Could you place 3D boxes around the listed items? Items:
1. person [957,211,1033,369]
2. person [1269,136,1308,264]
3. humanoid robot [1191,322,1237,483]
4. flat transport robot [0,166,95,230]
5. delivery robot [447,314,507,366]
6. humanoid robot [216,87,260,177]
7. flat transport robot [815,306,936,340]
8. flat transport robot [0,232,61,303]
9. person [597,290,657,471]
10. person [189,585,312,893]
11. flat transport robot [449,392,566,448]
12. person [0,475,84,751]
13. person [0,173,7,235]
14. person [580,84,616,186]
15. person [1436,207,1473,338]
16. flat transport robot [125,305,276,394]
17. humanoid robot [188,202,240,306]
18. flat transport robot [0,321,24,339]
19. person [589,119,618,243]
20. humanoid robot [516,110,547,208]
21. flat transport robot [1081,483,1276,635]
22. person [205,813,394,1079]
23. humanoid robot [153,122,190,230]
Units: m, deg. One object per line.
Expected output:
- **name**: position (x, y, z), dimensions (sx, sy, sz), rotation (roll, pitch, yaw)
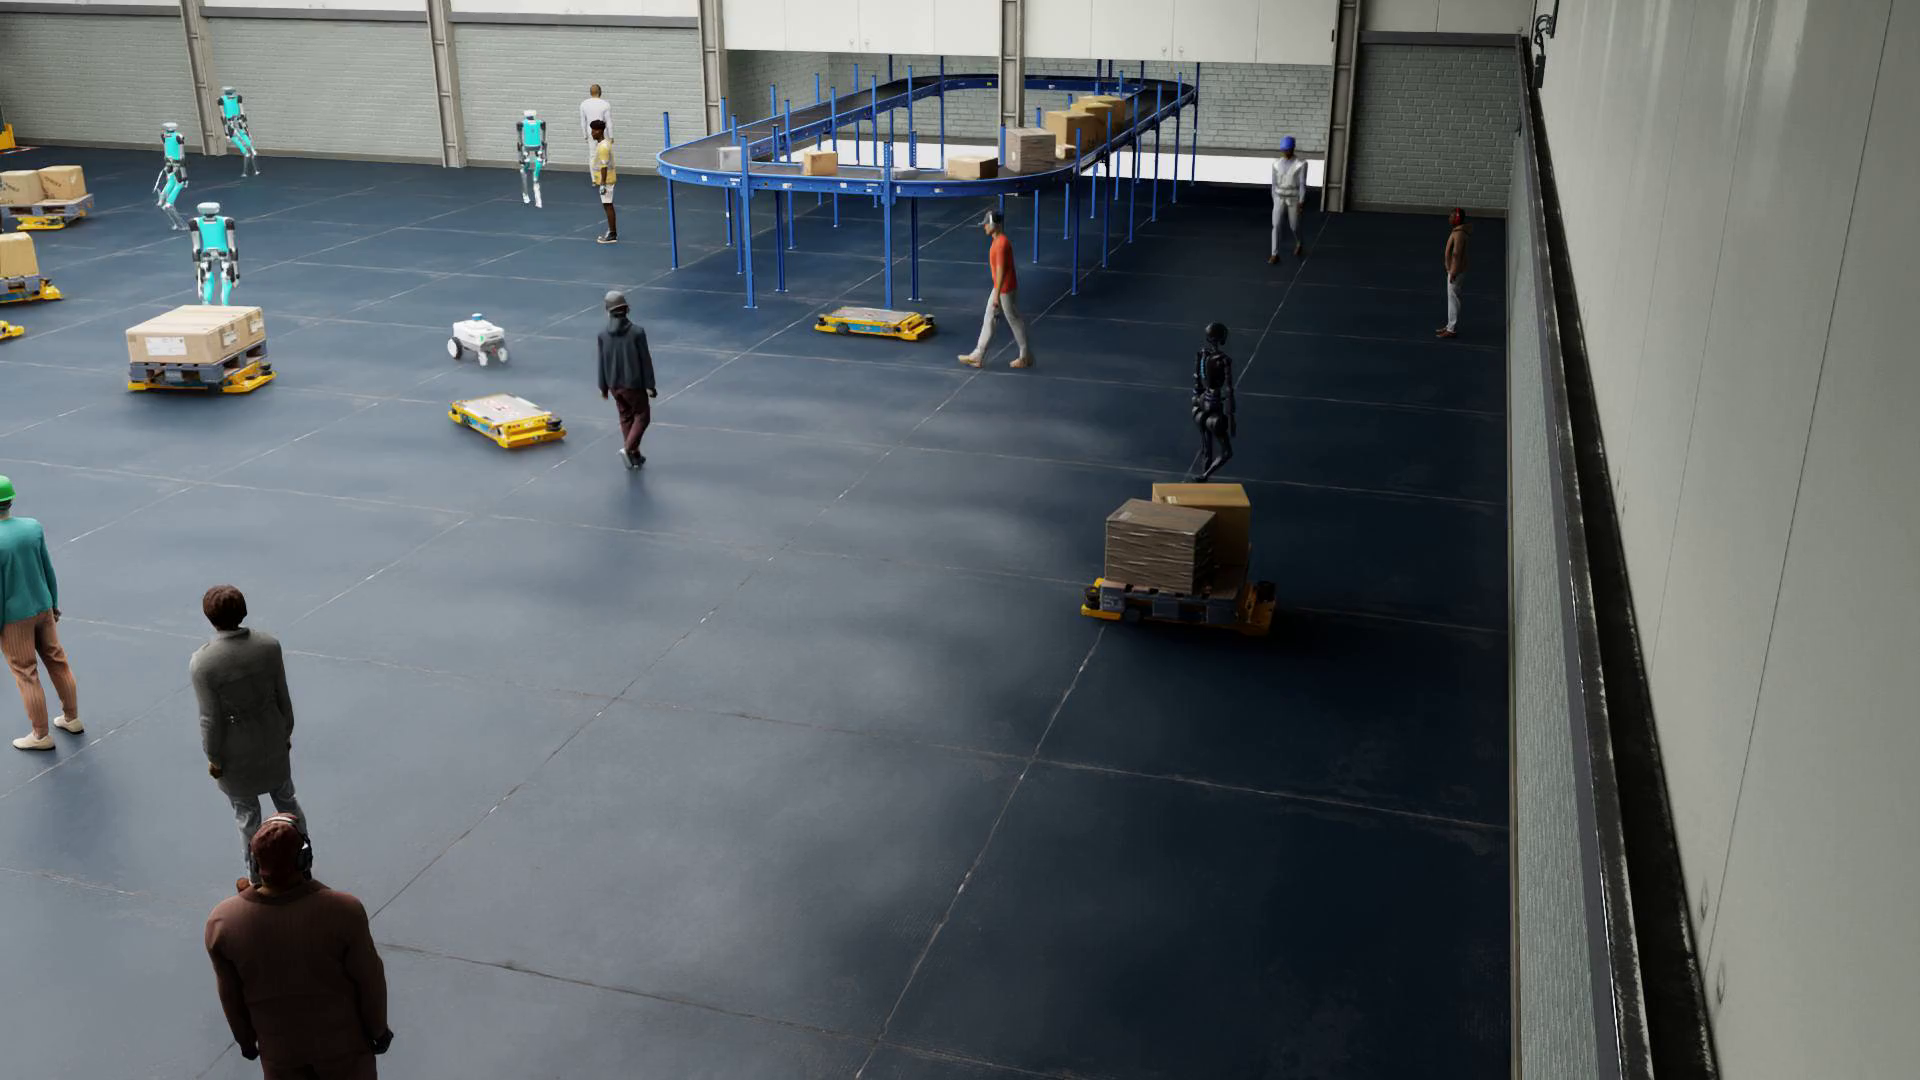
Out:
- **person**: position (0.442, -2.925, 19.572), dimensions (0.950, 1.847, 0.575), rotation (-4, 21, -9)
- **person**: position (5.039, -5.222, 25.436), dimensions (0.596, 1.910, 0.834), rotation (12, 24, 28)
- **humanoid robot**: position (2.295, -1.205, 15.352), dimensions (0.431, 1.649, 0.600), rotation (-11, 24, -27)
- **flat transport robot**: position (-15.592, -5.526, 28.510), dimensions (0.659, 0.231, 1.431), rotation (-3, 21, -8)
- **delivery robot**: position (-5.816, -2.430, 20.093), dimensions (0.803, 0.601, 0.499), rotation (20, 28, 41)
- **humanoid robot**: position (-14.339, -8.102, 33.211), dimensions (0.760, 1.817, 0.535), rotation (14, 25, 32)
- **flat transport robot**: position (-1.087, -2.792, 21.418), dimensions (1.431, 0.231, 0.659), rotation (8, 23, 20)
- **flat transport robot**: position (-13.312, -3.403, 23.003), dimensions (1.431, 0.231, 0.659), rotation (-15, 26, -34)
- **person**: position (-3.216, -1.505, 15.981), dimensions (0.558, 1.775, 0.600), rotation (4, 21, 11)
- **person**: position (-3.905, 1.110, 9.131), dimensions (0.368, 1.831, 0.504), rotation (19, 28, 40)
- **flat transport robot**: position (-4.768, -1.265, 17.458), dimensions (0.659, 0.231, 1.431), rotation (-17, 27, -36)
- **person**: position (-6.067, 0.463, 10.747), dimensions (0.361, 1.872, 0.529), rotation (8, 22, 20)
- **person**: position (-15.714, -5.760, 26.778), dimensions (0.406, 1.952, 0.639), rotation (7, 22, 17)
- **person**: position (-6.984, -7.812, 32.122), dimensions (0.633, 1.936, 0.351), rotation (4, 21, 10)
- **person**: position (6.266, -3.381, 21.030), dimensions (0.314, 1.645, 0.465), rotation (5, 22, 12)
- **flat transport robot**: position (-8.677, -1.877, 19.047), dimensions (1.431, 0.231, 0.659), rotation (2, 21, 5)
- **humanoid robot**: position (-9.189, -3.193, 20.538), dimensions (0.531, 1.850, 0.773), rotation (-4, 22, -11)
- **flat transport robot**: position (-12.433, -2.502, 20.667), dimensions (0.659, 0.231, 1.431), rotation (4, 21, 10)
- **person**: position (-5.744, -5.805, 26.889), dimensions (0.373, 1.959, 0.602), rotation (-3, 21, -8)
- **humanoid robot**: position (-7.815, -6.932, 30.162), dimensions (0.530, 1.771, 0.993), rotation (-11, 24, -26)
- **flat transport robot**: position (1.710, 0.472, 12.955), dimensions (1.431, 0.231, 0.659), rotation (6, 22, 15)
- **person**: position (-2.641, 1.975, 6.789), dimensions (0.638, 1.903, 0.413), rotation (-2, 21, -6)
- **humanoid robot**: position (-13.263, -6.037, 27.832), dimensions (0.531, 1.816, 0.669), rotation (13, 25, 31)
